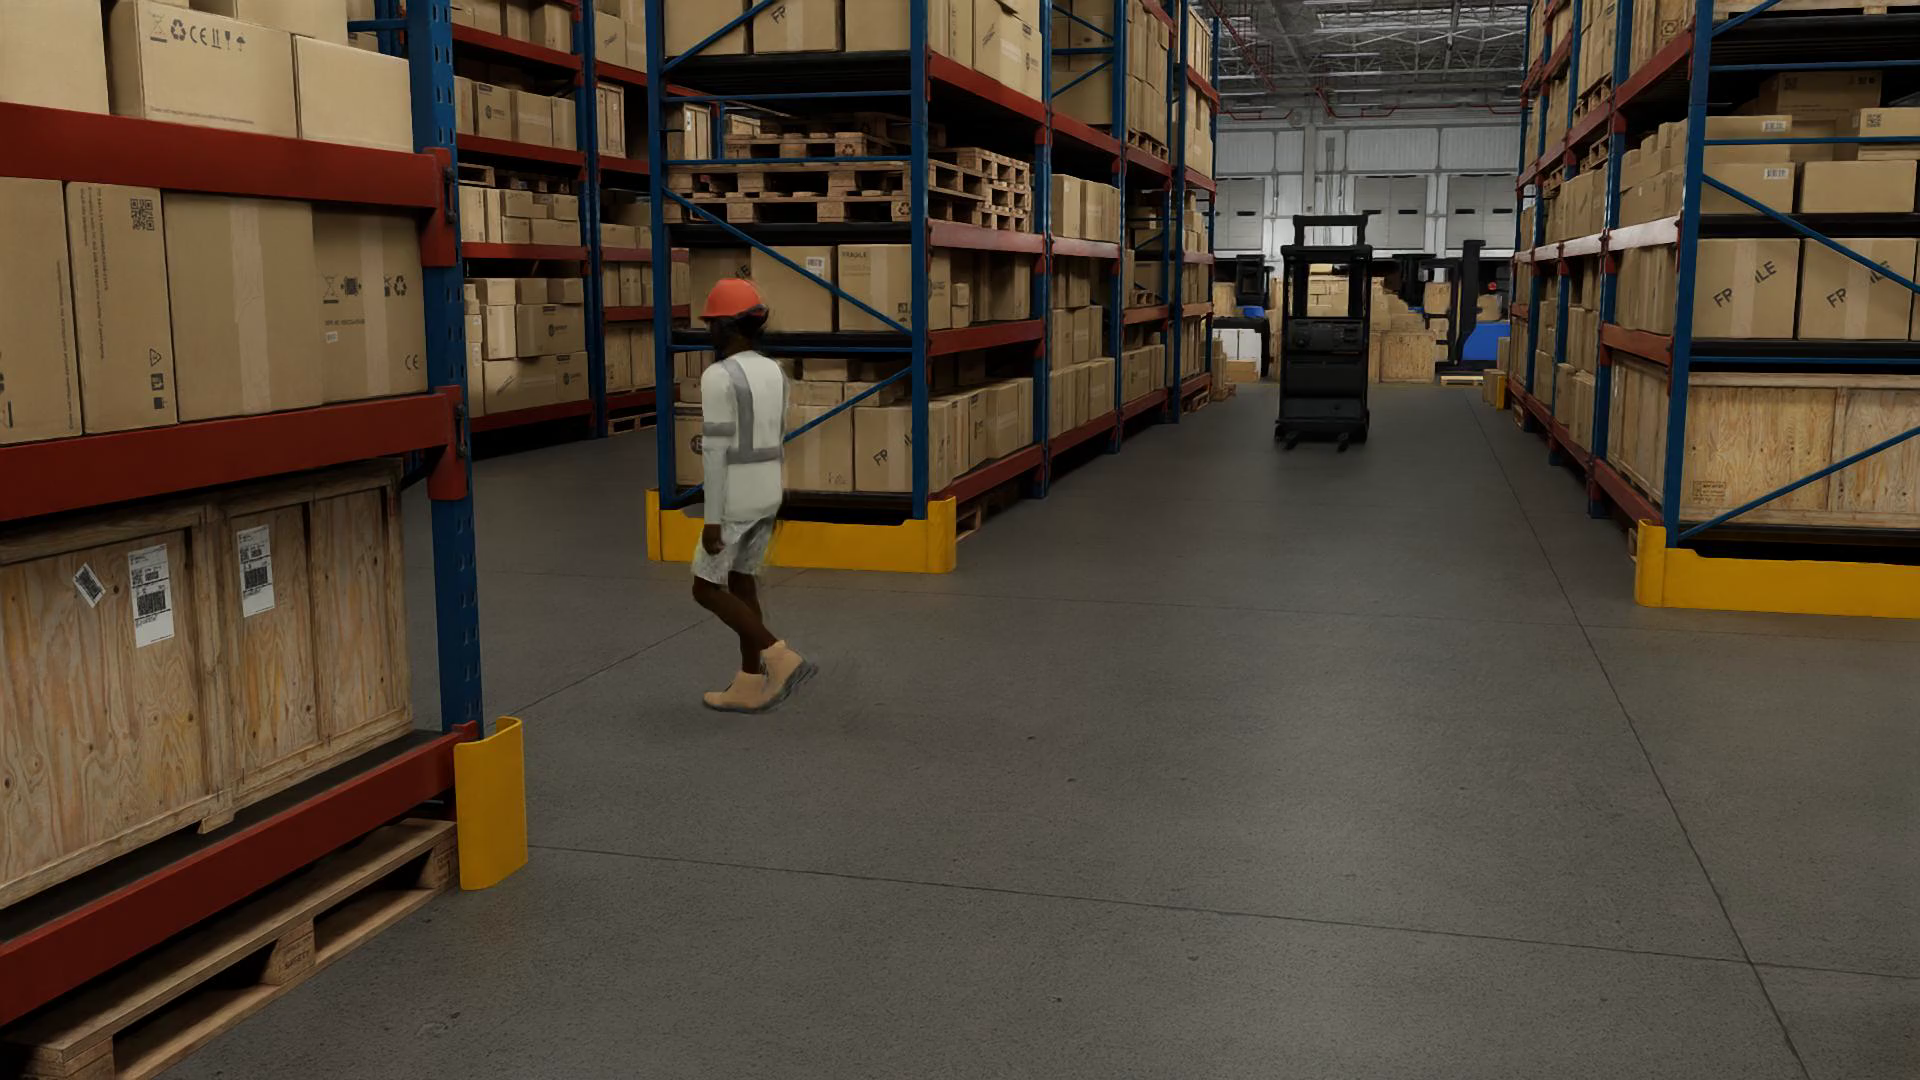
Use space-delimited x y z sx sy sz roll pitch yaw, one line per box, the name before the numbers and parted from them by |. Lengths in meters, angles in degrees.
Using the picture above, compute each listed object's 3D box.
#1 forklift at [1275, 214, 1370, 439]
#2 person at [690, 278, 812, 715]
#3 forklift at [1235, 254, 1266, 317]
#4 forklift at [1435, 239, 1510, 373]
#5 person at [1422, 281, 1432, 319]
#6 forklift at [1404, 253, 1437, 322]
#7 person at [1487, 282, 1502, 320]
forklift | 4.711 -2.765 21.337 1.129 2.768 1.873 2 9 15
person | -0.959 -0.172 7.569 0.526 2.023 0.626 4 10 24
forklift | 9.764 -8.224 56.022 1.129 2.768 1.873 5 10 27
forklift | 10.790 -4.944 35.185 1.873 2.768 1.129 2 9 15
person | 14.148 -6.799 49.991 0.383 1.931 0.628 -7 12 -39
forklift | 14.923 -7.899 53.958 1.129 2.768 1.873 -2 9 -11
person | 15.004 -6.295 46.822 0.565 1.912 0.541 -1 9 -6
